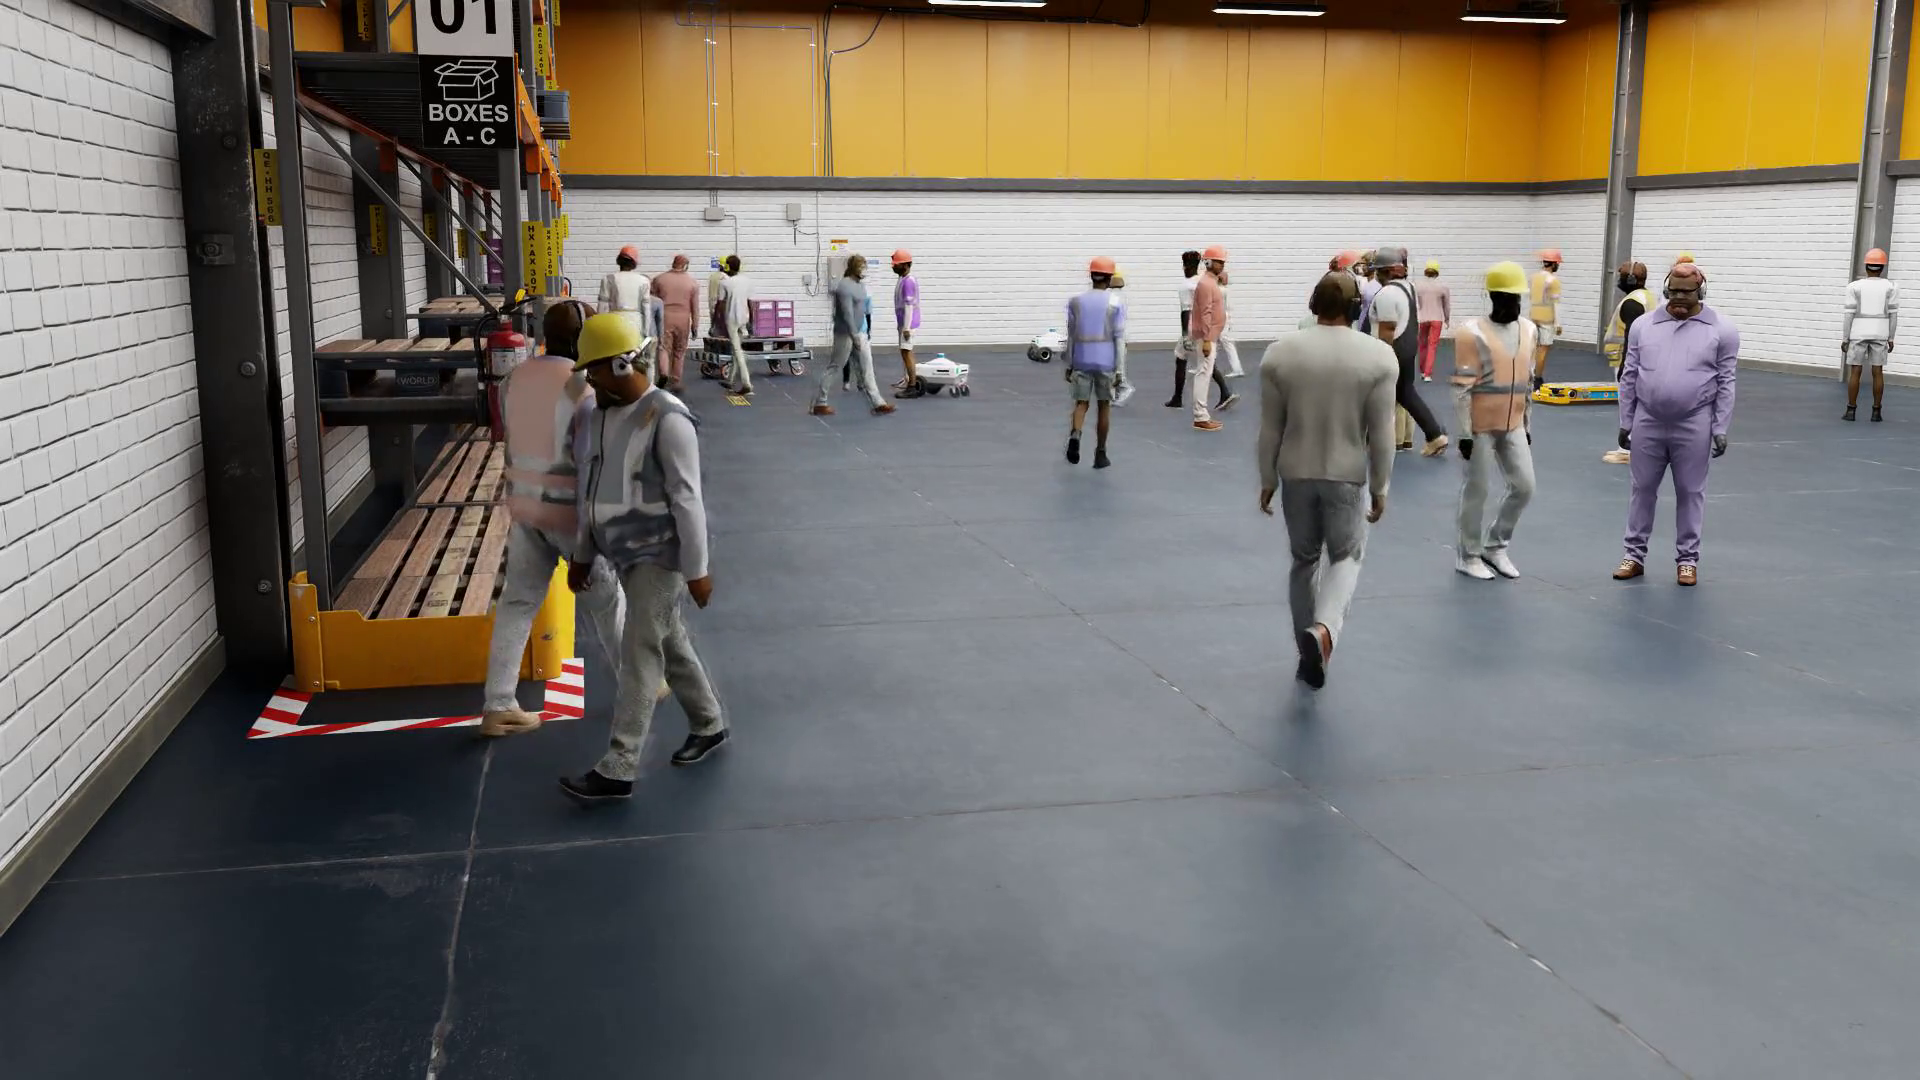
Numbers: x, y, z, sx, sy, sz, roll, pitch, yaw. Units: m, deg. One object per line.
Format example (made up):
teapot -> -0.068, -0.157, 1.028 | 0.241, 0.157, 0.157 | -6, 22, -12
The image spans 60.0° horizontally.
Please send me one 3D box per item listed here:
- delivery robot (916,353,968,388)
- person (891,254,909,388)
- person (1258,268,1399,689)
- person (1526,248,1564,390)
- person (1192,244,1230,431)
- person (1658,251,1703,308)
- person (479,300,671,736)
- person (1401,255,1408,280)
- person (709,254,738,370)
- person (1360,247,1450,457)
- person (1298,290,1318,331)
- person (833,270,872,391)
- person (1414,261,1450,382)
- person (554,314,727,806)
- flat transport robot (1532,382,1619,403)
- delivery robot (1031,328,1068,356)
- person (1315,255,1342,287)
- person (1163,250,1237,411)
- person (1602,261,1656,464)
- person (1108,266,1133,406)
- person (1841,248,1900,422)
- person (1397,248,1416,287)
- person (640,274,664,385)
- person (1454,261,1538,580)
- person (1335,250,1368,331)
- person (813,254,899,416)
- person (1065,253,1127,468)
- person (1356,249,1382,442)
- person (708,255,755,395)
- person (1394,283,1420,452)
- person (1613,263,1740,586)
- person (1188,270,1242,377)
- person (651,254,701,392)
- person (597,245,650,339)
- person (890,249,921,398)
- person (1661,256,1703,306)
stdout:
delivery robot -> -0.252, -2.193, 21.704 | 0.707, 0.478, 0.477 | 5, 12, 27
person -> -0.796, -3.020, 22.949 | 0.315, 1.860, 0.510 | -2, 10, -11
person -> 1.632, -0.261, 7.512 | 0.630, 1.917, 0.722 | 4, 11, 23
person -> 7.984, -2.995, 22.629 | 0.474, 1.917, 0.581 | -4, 11, -21
person -> 2.691, -2.175, 17.892 | 0.392, 1.991, 0.612 | 2, 11, 13
person -> 9.874, -3.034, 22.935 | 0.586, 1.897, 0.846 | -2, 10, -9
person -> -1.663, -0.098, 6.973 | 0.627, 1.795, 0.958 | 6, 12, 30
person -> 5.037, -2.430, 19.639 | 0.941, 1.875, 0.595 | 7, 12, 33
person -> -3.709, -3.564, 26.111 | 0.451, 1.812, 0.588 | -8, 13, -37
person -> 4.120, -1.785, 15.596 | 1.000, 2.000, 0.684 | 8, 13, 36
person -> 3.496, -1.627, 15.889 | 0.540, 1.608, 0.536 | -1, 10, -6
person -> -1.436, -2.807, 22.317 | 0.537, 1.666, 0.714 | -1, 10, -6
person -> 6.826, -3.162, 24.098 | 0.532, 1.732, 0.828 | 5, 11, 24
person -> -1.184, 0.048, 6.217 | 0.845, 1.773, 0.613 | -8, 13, -38
flat transport robot -> 7.928, -1.858, 20.903 | 1.431, 0.197, 0.652 | -2, 10, -12
delivery robot -> 1.557, -3.311, 27.908 | 0.707, 0.478, 0.477 | -3, 11, -18
person -> 4.718, -2.642, 20.892 | 0.563, 1.844, 0.389 | 5, 12, 28
person -> 2.894, -2.501, 19.909 | 0.613, 1.931, 0.873 | -9, 14, -41
person -> 6.116, -1.617, 15.219 | 0.430, 1.844, 0.624 | 6, 12, 29
person -> 1.903, -2.484, 20.334 | 0.418, 1.734, 0.492 | 6, 12, 29
person -> 10.228, -2.298, 18.722 | 0.543, 1.939, 0.360 | 4, 11, 22
person -> 8.232, -4.487, 31.009 | 0.587, 1.880, 0.339 | -7, 12, -33
person -> -3.984, -2.561, 21.084 | 0.499, 1.608, 0.723 | -5, 11, -24
person -> 3.196, -0.695, 9.919 | 0.610, 1.906, 0.498 | -4, 11, -22
person -> 4.128, -2.108, 17.678 | 0.602, 1.923, 0.990 | -6, 12, -31
person -> -1.263, -2.356, 19.236 | 1.036, 1.879, 0.656 | 4, 11, 21
person -> 1.179, -1.569, 14.735 | 0.570, 1.919, 0.602 | 4, 11, 20
person -> 4.144, -1.951, 16.799 | 0.372, 1.940, 0.630 | 4, 11, 20
person -> -3.064, -2.850, 22.090 | 0.926, 1.820, 0.545 | 10, 14, 44
person -> 4.254, -1.666, 16.067 | 0.285, 1.633, 0.500 | 9, 14, 41
person -> 4.229, -0.682, 9.872 | 0.638, 1.903, 0.409 | 7, 12, 32
person -> 3.845, -3.215, 24.751 | 0.853, 1.588, 0.533 | 4, 11, 21
person -> -3.788, -2.860, 22.082 | 0.708, 1.863, 0.779 | -1, 10, -8
person -> -4.034, -2.561, 20.079 | 0.675, 1.990, 1.006 | -5, 12, -27
person -> -0.704, -2.786, 21.474 | 0.389, 1.927, 0.553 | 0, 10, -1
person -> 9.373, -2.783, 21.737 | 0.572, 1.829, 0.992 | -5, 11, -26
